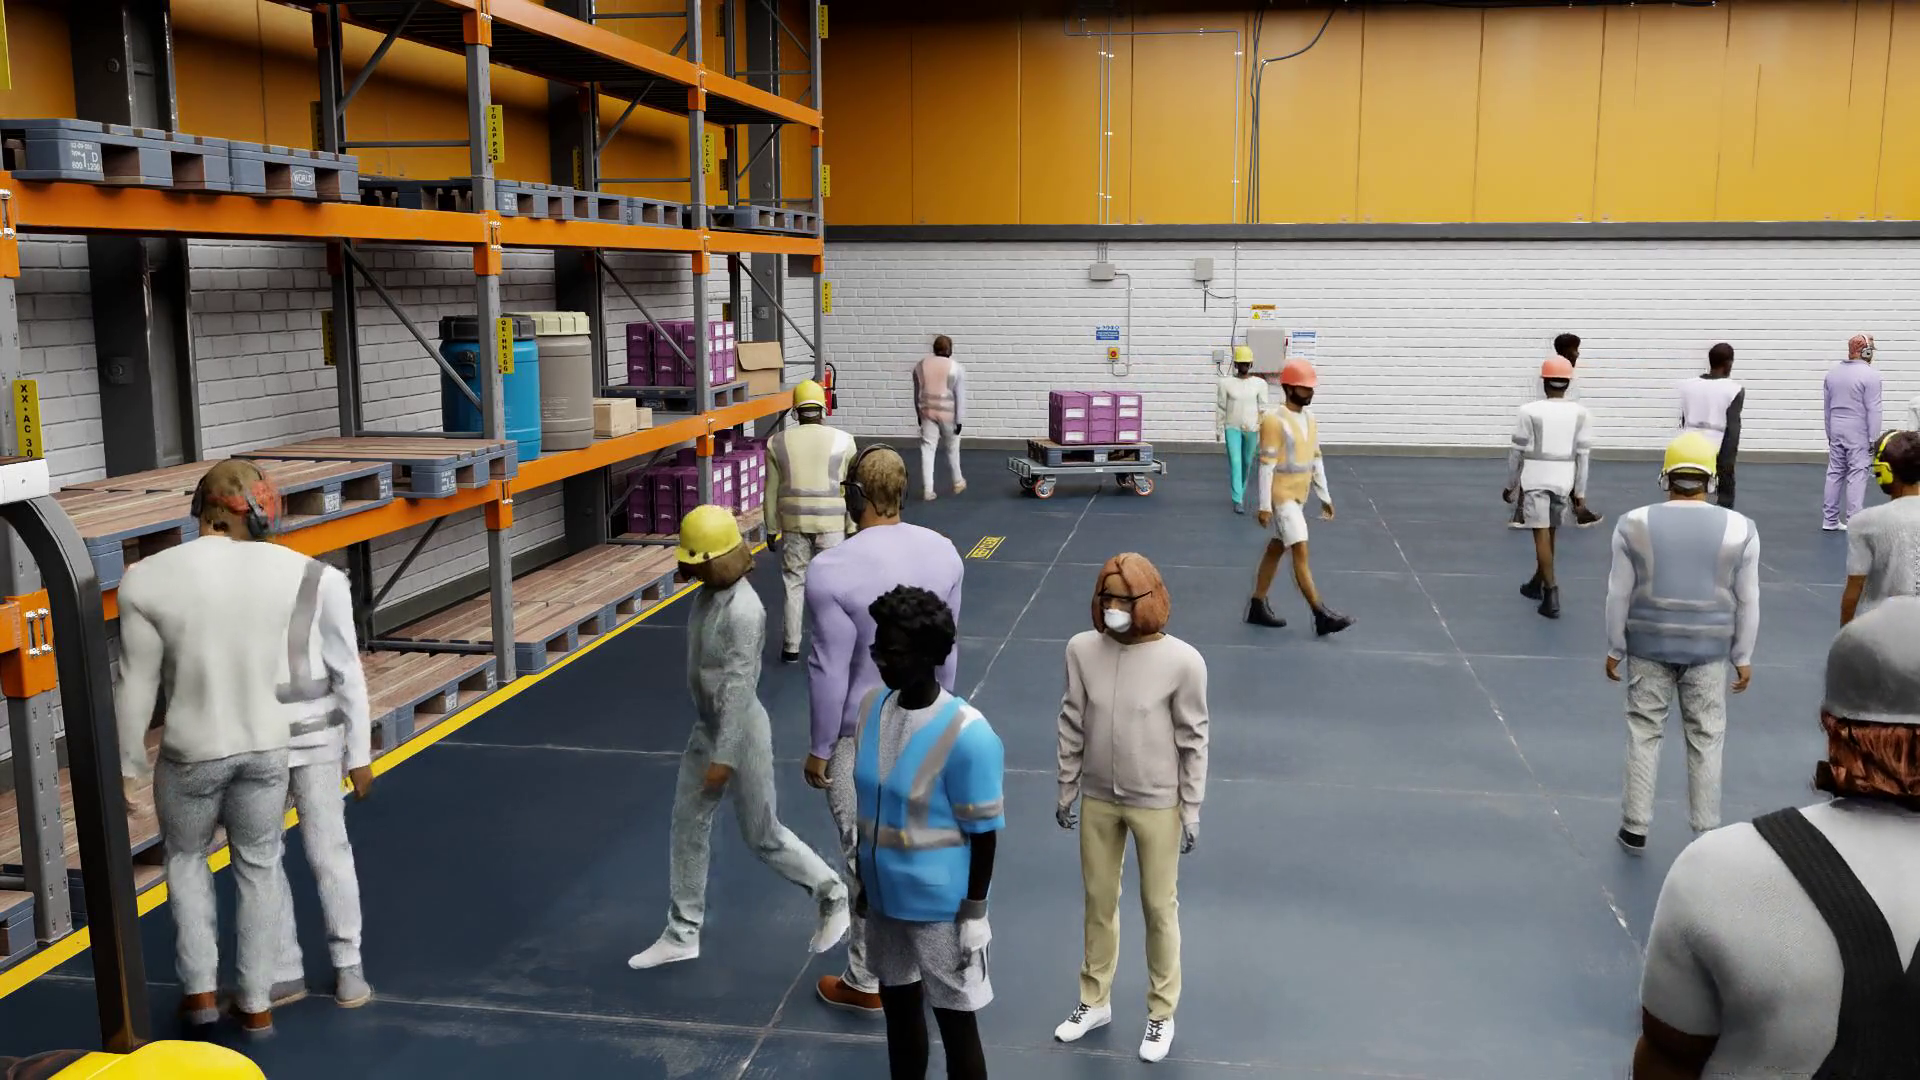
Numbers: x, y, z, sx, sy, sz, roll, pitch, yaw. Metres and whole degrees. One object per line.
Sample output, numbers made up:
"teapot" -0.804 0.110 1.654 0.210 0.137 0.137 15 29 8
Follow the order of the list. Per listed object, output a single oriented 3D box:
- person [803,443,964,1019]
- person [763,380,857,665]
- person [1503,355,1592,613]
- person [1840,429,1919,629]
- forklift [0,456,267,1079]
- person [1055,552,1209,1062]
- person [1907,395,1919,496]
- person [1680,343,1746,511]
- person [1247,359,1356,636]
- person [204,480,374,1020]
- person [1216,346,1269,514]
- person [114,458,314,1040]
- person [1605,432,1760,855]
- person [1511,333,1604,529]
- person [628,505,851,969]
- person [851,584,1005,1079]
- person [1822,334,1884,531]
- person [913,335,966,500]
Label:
"person" -0.271 0.639 5.620 0.630 1.940 0.372 -9 13 -43
"person" -0.948 -0.107 10.620 0.608 1.821 0.416 0 9 1
"person" 4.366 -0.423 12.323 0.544 1.896 0.985 0 9 -3
"person" 3.975 0.463 6.988 0.538 1.845 0.527 1 9 6
"forklift" -2.328 0.975 2.765 2.313 2.155 1.214 1 9 9
"person" 0.538 0.842 5.310 0.507 1.631 0.267 5 11 30
"person" 7.542 -0.493 12.816 0.533 1.870 0.315 6 11 32
"person" 6.524 -0.751 14.383 0.820 1.884 0.590 -7 12 -38
"person" 2.381 -0.289 11.463 0.948 1.893 0.566 8 12 40
"person" -2.230 0.695 5.601 0.604 1.855 0.462 2 9 13
"person" 2.964 -1.180 17.492 0.532 1.728 0.883 0 9 0
"person" -2.407 0.687 5.450 0.691 1.902 0.492 -6 11 -31
"person" 3.068 0.454 7.098 0.600 1.827 0.404 3 10 20
"person" 5.795 -1.045 16.108 1.026 1.908 0.616 -3 10 -19
"person" -0.764 0.699 5.974 0.779 1.701 0.490 -6 11 -33
"person" -0.109 0.952 4.441 0.317 1.693 0.540 -8 12 -41
"person" 8.514 -0.999 15.822 0.410 1.908 0.642 -3 10 -15
"person" -0.212 -1.359 18.395 0.636 1.792 0.957 3 10 16
